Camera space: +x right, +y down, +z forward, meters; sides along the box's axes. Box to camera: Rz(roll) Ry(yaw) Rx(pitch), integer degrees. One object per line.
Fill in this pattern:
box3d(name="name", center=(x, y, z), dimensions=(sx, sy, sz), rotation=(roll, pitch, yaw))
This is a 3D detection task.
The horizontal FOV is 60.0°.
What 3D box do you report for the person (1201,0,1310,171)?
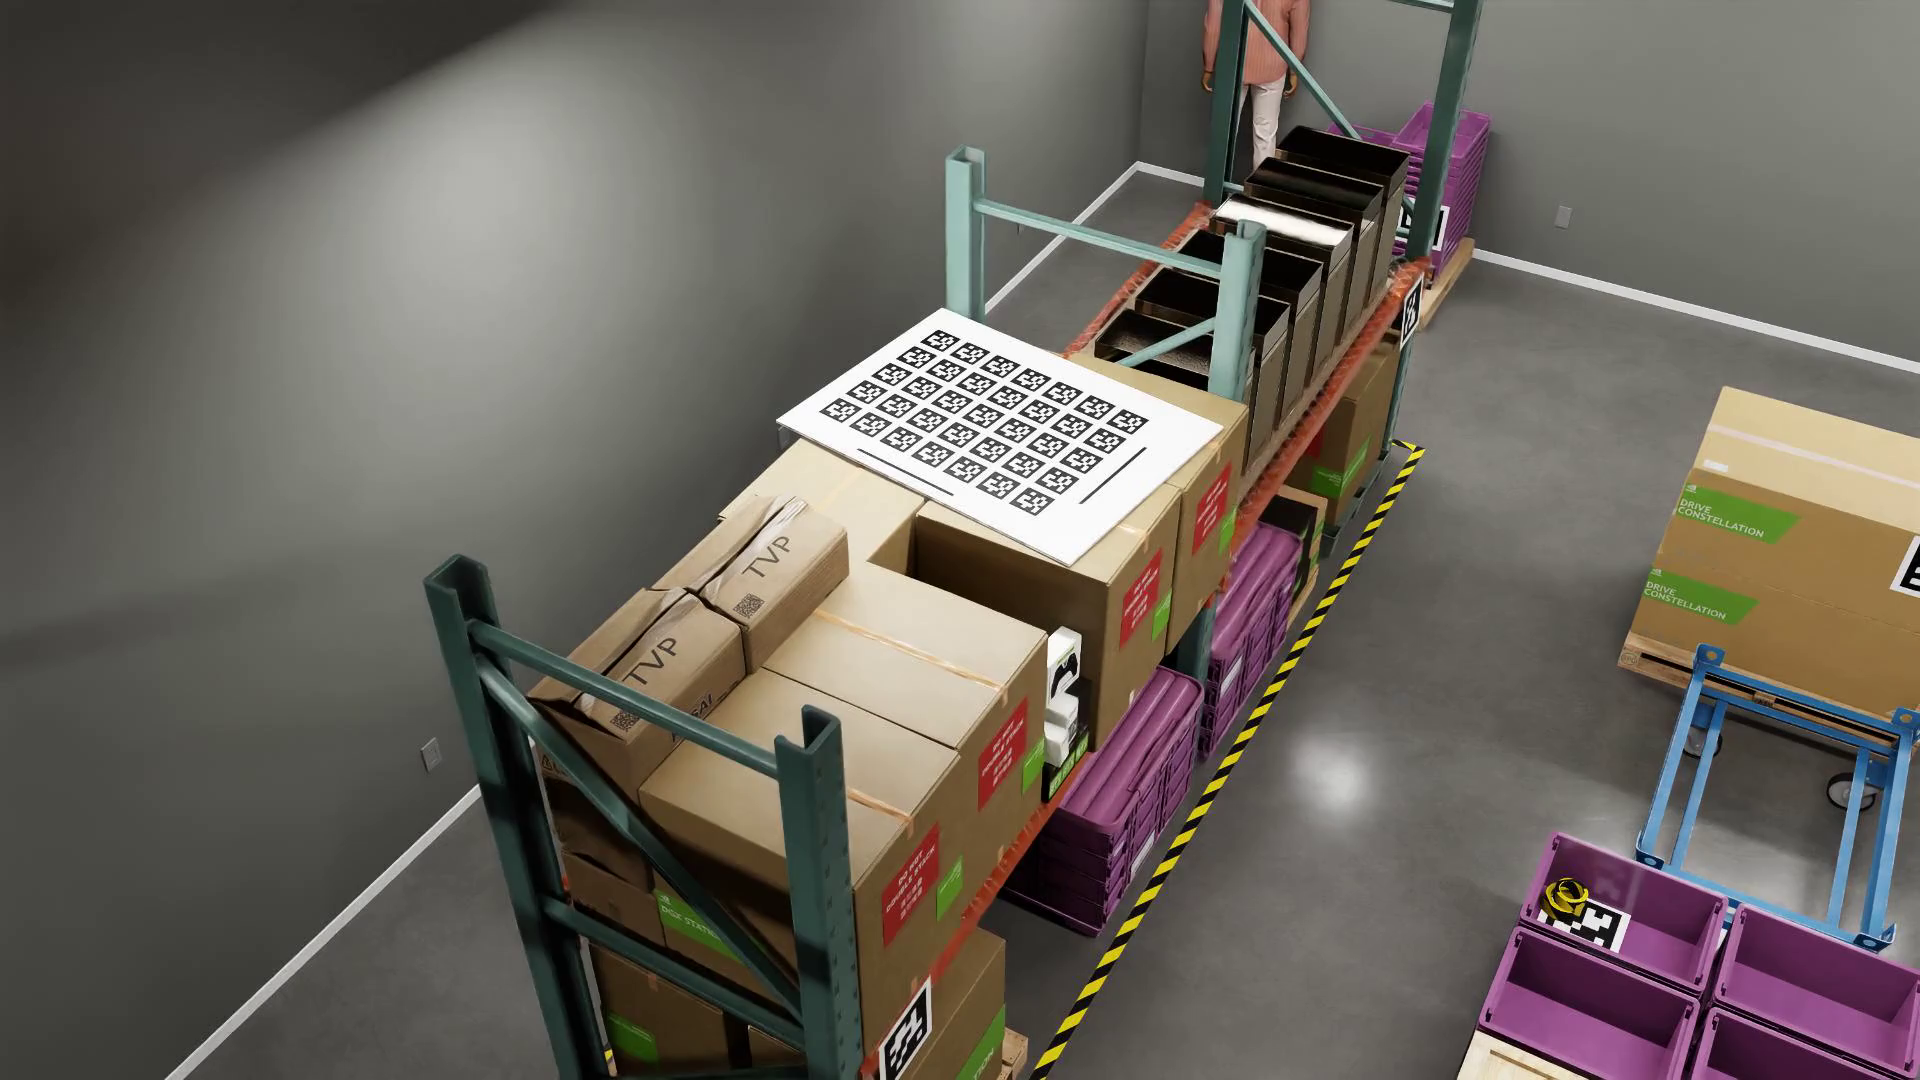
box3d(name="person", center=(1.740, -2.831, 9.927), dimensions=(0.612, 1.995, 0.382), rotation=(4, 40, 5))
